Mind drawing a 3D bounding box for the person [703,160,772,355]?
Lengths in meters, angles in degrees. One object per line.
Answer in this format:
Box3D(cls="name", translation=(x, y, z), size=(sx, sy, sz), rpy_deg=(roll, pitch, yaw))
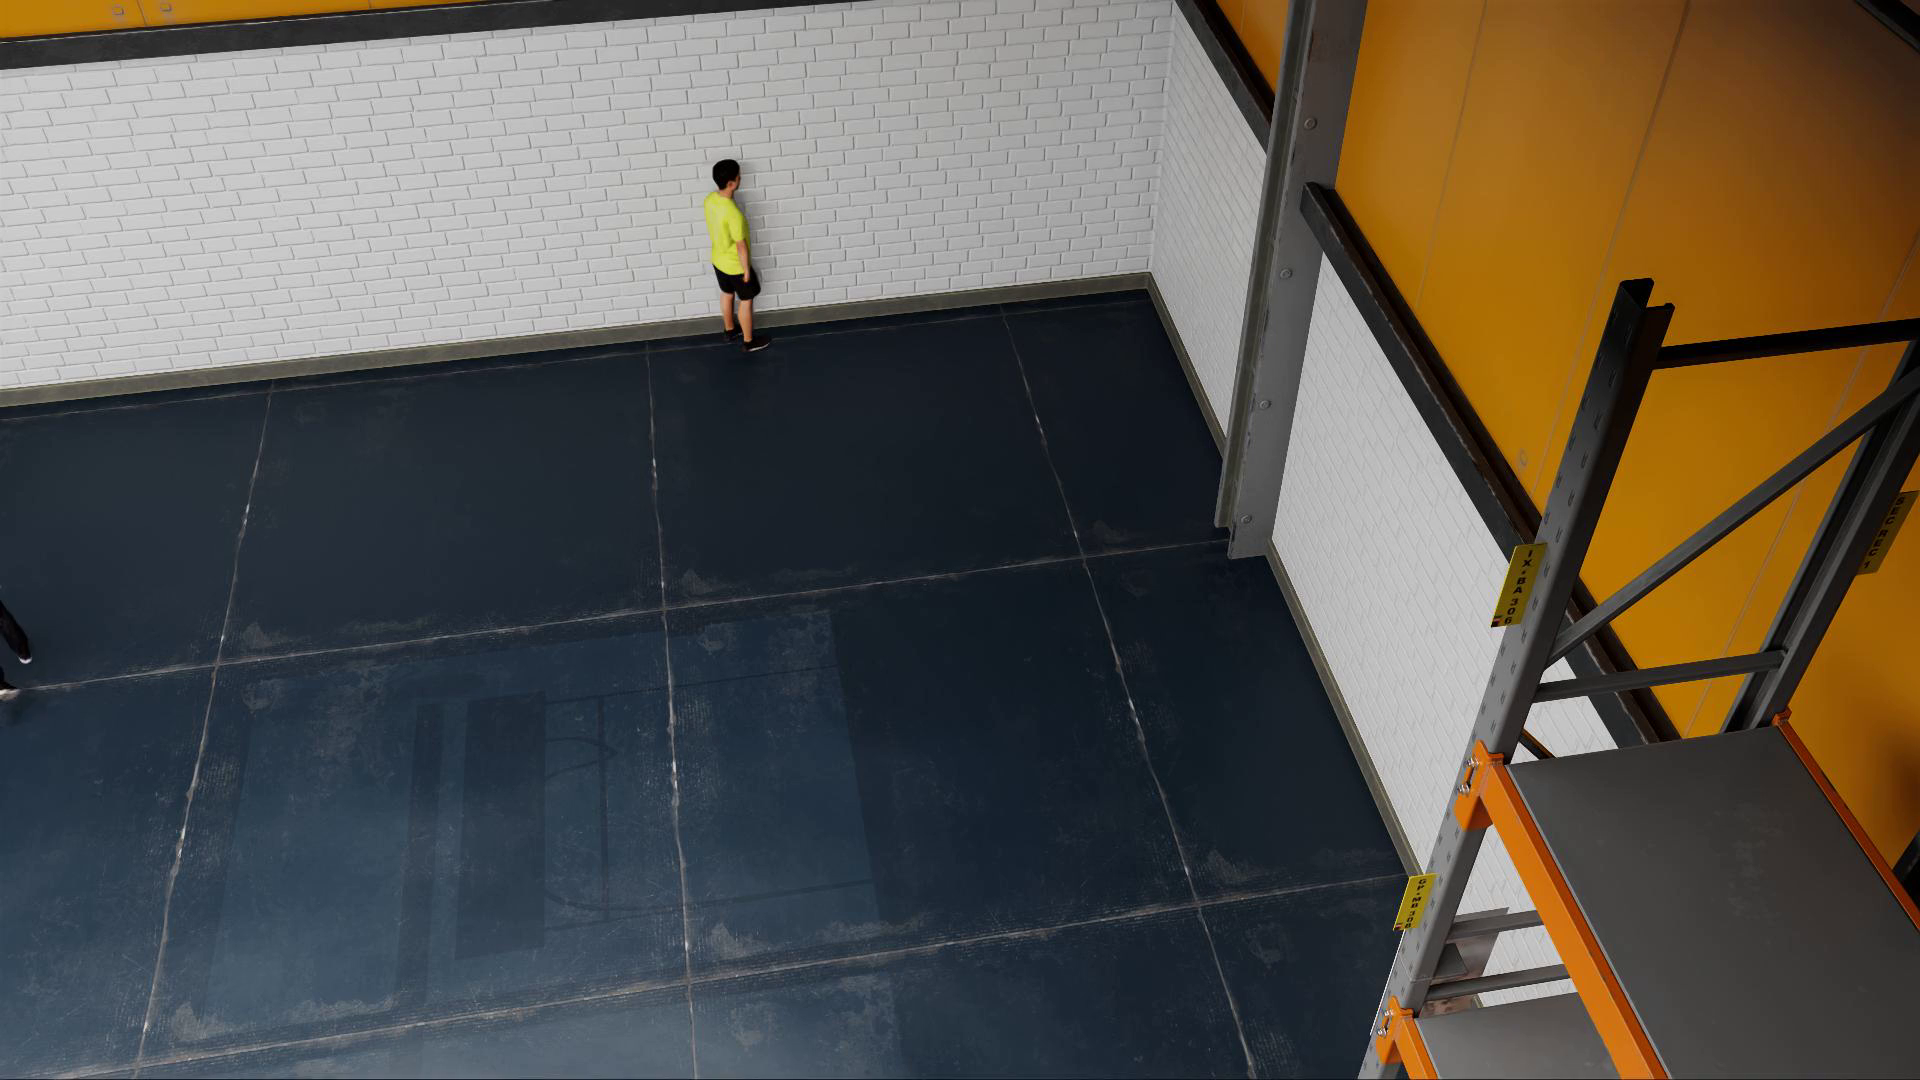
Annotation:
Box3D(cls="person", translation=(-1.849, -2.256, 13.244), size=(0.788, 1.705, 0.679), rpy_deg=(-31, 52, -28))
